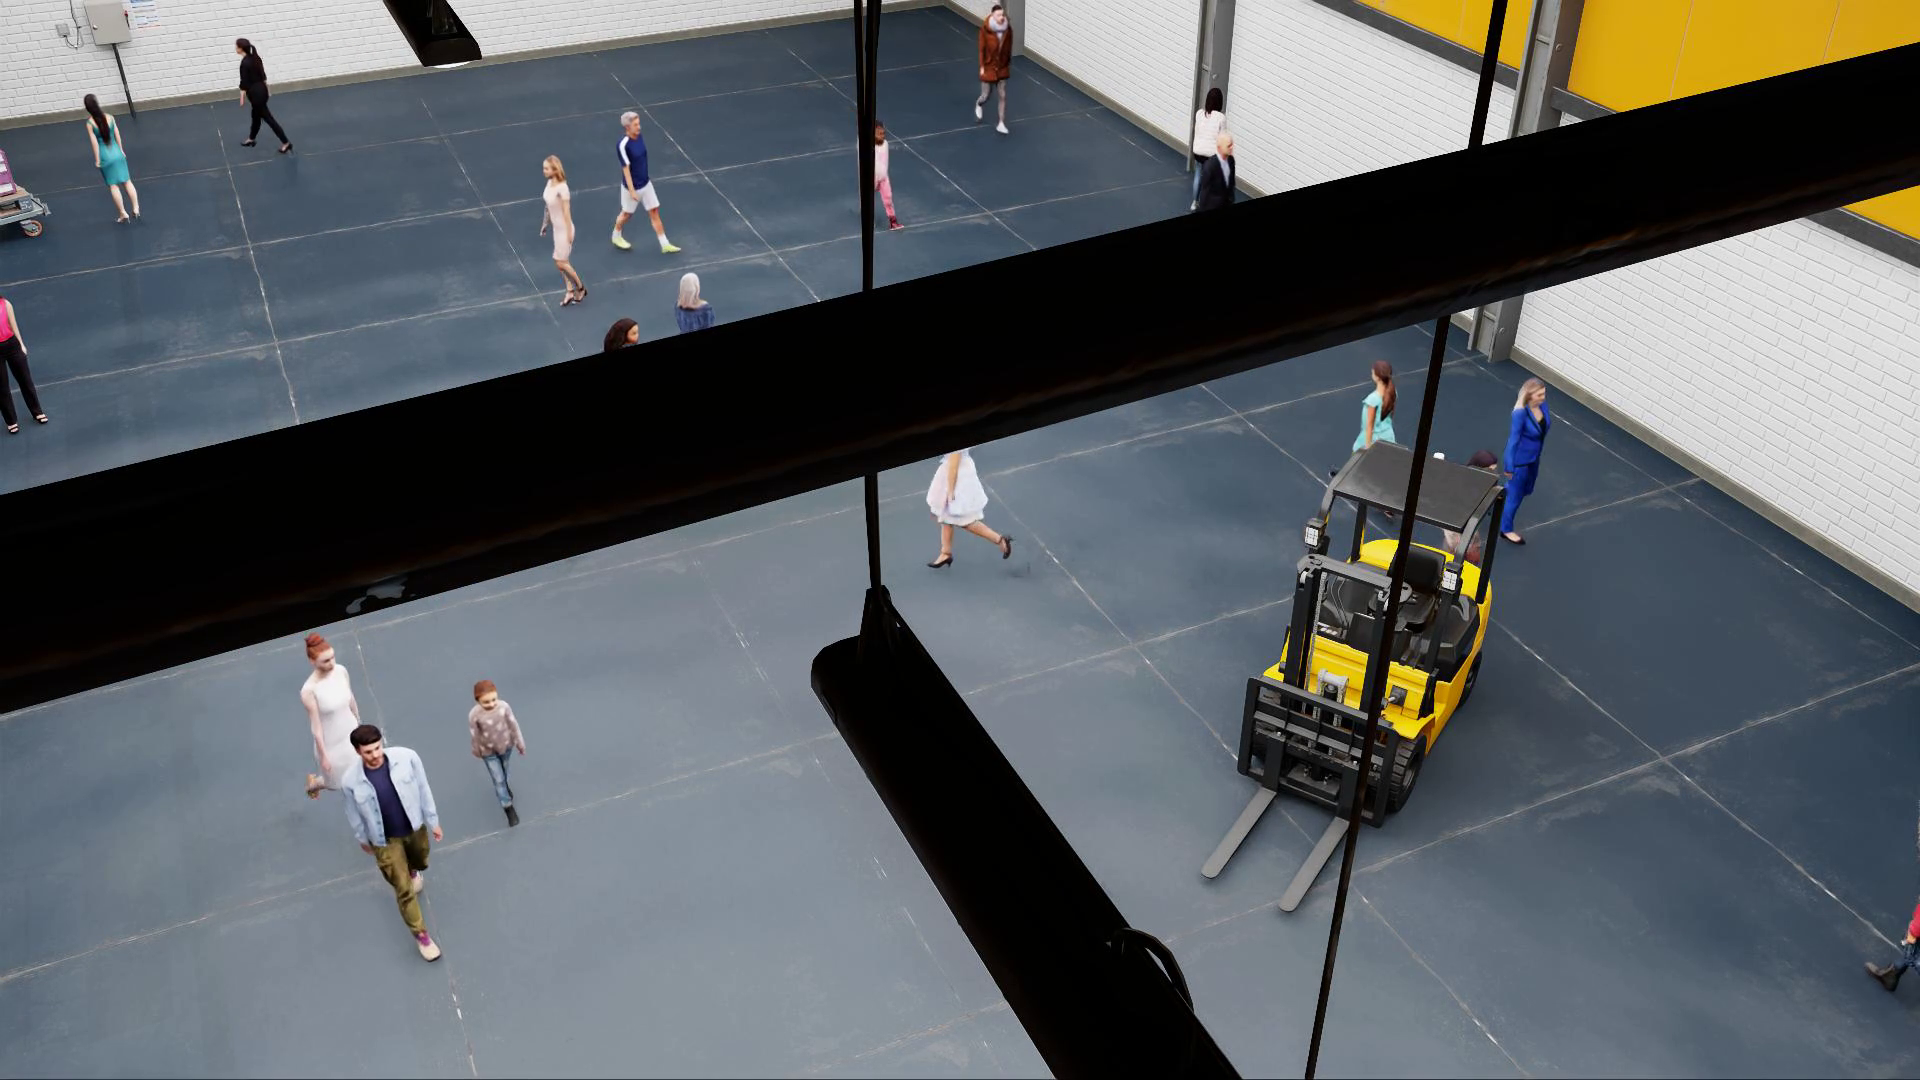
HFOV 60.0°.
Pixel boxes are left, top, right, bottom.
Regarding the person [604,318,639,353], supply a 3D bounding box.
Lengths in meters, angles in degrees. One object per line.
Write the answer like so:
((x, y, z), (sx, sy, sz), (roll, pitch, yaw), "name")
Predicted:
((-3.262, -1.425, 16.152), (1.109, 1.585, 0.964), (18, 38, 25), "person")

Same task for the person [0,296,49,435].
((-9.664, -1.891, 16.787), (0.640, 1.660, 0.622), (-29, 43, -36), "person")

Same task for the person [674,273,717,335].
((-2.655, -1.843, 16.692), (0.806, 1.684, 0.864), (17, 37, 23), "person")

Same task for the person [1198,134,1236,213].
((2.991, -4.003, 19.862), (0.928, 1.774, 1.233), (-28, 43, -35), "person")

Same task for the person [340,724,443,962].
((-3.739, 1.879, 11.003), (0.799, 1.783, 1.188), (-21, 39, -28), "person")

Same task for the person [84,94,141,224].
((-10.853, -4.881, 21.259), (0.623, 1.688, 0.619), (22, 40, 30), "person")

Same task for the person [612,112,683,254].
((-4.044, -4.356, 20.377), (1.258, 1.791, 1.160), (13, 36, 19), "person")

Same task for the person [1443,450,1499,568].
((4.151, -0.070, 14.005), (1.115, 1.706, 1.018), (14, 36, 20), "person")

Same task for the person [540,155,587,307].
((-4.517, -3.568, 19.163), (0.687, 1.823, 0.552), (-20, 38, -27), "person")

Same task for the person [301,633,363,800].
((-4.444, 1.405, 11.722), (1.051, 1.777, 0.920), (17, 37, 23), "person")

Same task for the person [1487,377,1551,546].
((4.987, -0.748, 15.046), (0.911, 1.683, 0.795), (28, 43, 35), "person")

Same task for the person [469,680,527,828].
((-3.404, 1.478, 12.167), (0.540, 1.162, 0.820), (-17, 37, -24), "person")

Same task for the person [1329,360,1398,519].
((3.921, -0.911, 15.449), (0.647, 1.509, 1.107), (-17, 37, -23), "person")

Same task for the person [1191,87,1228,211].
((3.215, -5.058, 21.573), (0.668, 1.636, 0.759), (18, 38, 25), "person")

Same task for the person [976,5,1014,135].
((0.470, -6.835, 24.084), (0.744, 1.816, 1.024), (-12, 35, -18), "person")

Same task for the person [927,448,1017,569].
((0.063, -0.465, 14.518), (1.030, 1.796, 1.085), (3, 34, 4), "person")

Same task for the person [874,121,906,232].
((-1.107, -4.637, 21.140), (0.716, 1.413, 1.036), (-25, 41, -32), "person")

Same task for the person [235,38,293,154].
((-9.736, -6.160, 23.255), (1.043, 1.609, 1.094), (5, 34, 7), "person")
